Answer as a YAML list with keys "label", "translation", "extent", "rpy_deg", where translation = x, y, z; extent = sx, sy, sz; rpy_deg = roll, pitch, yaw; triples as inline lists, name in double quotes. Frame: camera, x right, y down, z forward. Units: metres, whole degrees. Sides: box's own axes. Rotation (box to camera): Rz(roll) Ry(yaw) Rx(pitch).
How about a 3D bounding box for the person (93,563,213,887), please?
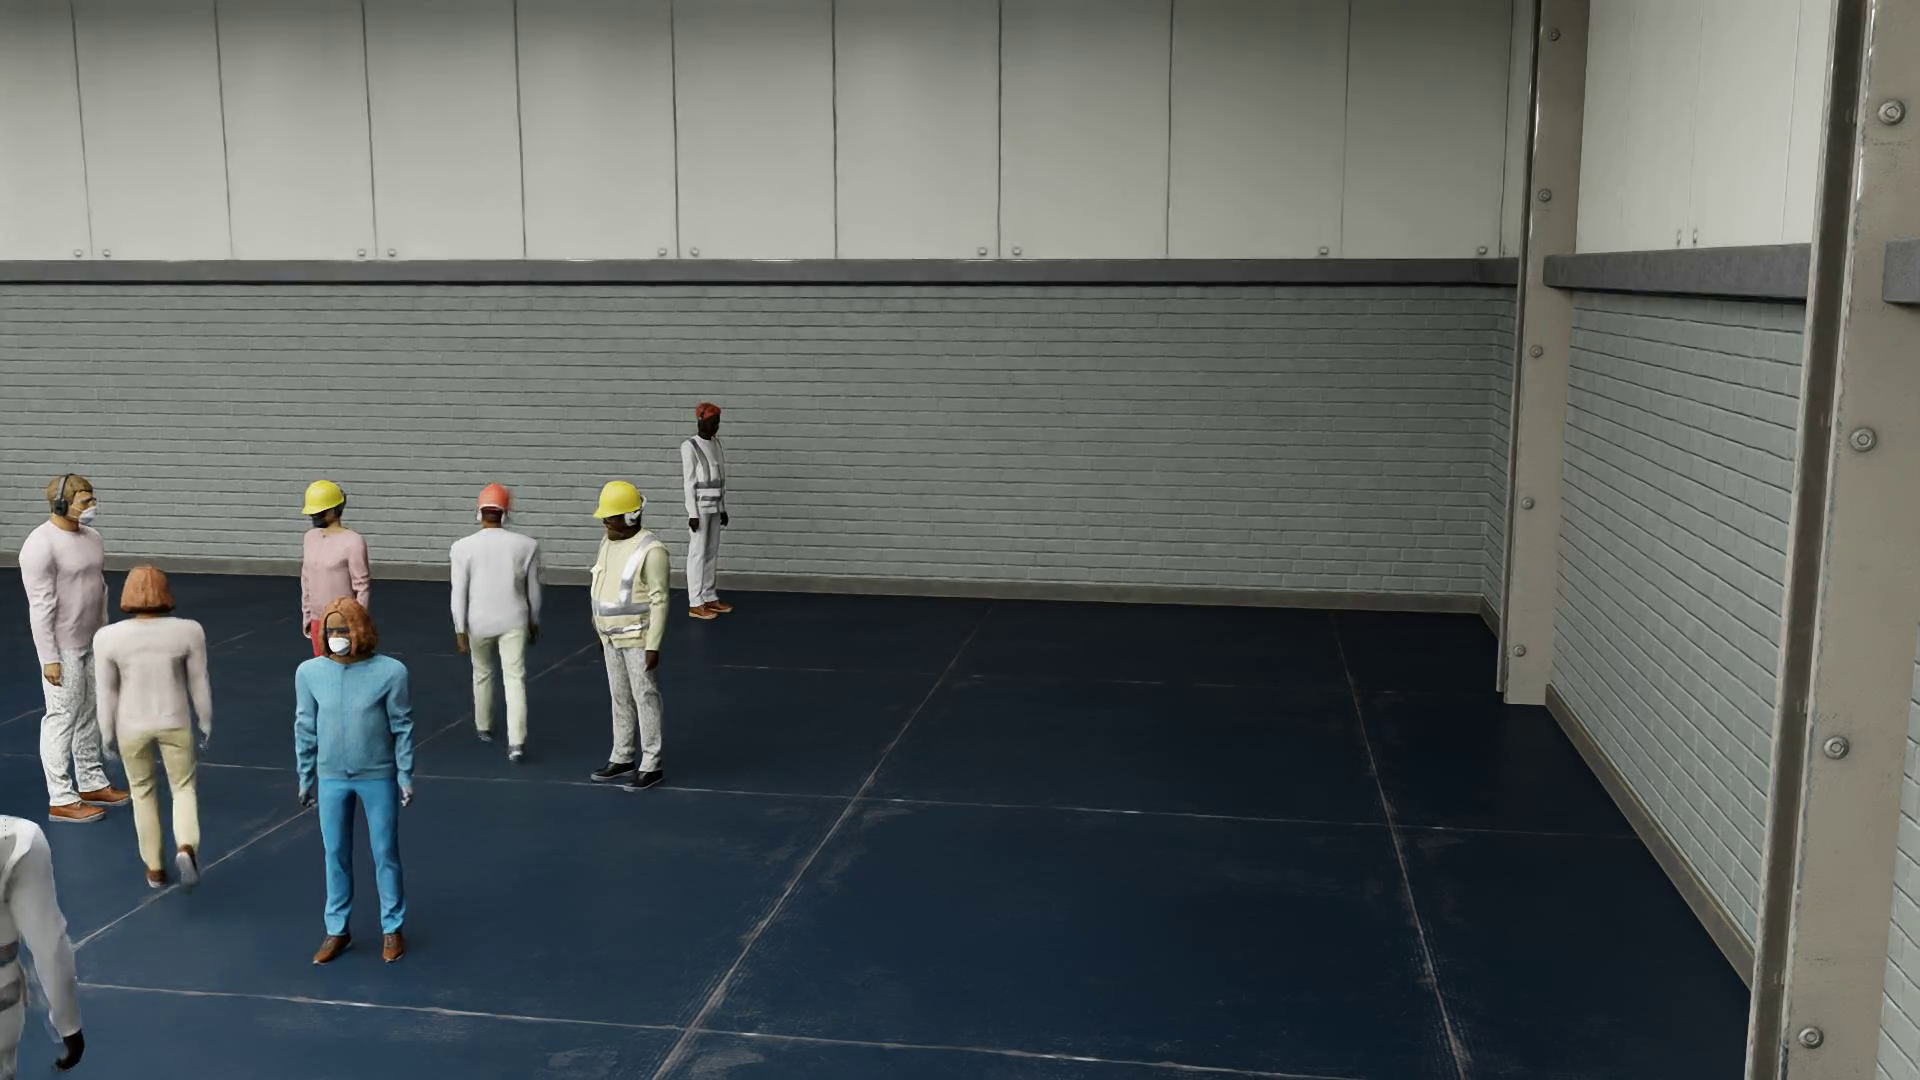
- label: "person"
  translation: [-3.903, 0.929, 8.077]
  extent: [0.510, 1.619, 0.549]
  rpy_deg: [-5, 10, -27]

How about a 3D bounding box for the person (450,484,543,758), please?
- label: "person"
  translation: [-2.909, 0.501, 10.476]
  extent: [0.564, 1.706, 0.923]
  rpy_deg: [-3, 10, -21]

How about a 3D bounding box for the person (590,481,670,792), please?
- label: "person"
  translation: [-1.946, 0.557, 9.738]
  extent: [0.588, 1.822, 0.403]
  rpy_deg: [9, 13, 44]

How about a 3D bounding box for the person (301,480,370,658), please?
- label: "person"
  translation: [-3.869, 0.501, 10.276]
  extent: [0.522, 1.761, 0.322]
  rpy_deg: [4, 10, 26]

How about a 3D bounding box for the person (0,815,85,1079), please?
- label: "person"
  translation: [-2.786, 1.359, 4.669]
  extent: [0.603, 1.855, 0.713]
  rpy_deg: [-1, 9, -9]

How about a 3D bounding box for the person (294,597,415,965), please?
- label: "person"
  translation: [-2.638, 1.049, 7.279]
  extent: [0.503, 1.632, 0.271]
  rpy_deg: [0, 9, -3]

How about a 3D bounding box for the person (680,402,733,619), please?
- label: "person"
  translation: [-2.223, -0.264, 14.599]
  extent: [0.356, 1.887, 0.572]
  rpy_deg: [3, 10, 20]

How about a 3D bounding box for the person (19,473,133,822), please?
- label: "person"
  translation: [-4.903, 0.589, 9.212]
  extent: [0.375, 1.933, 0.625]
  rpy_deg: [0, 9, 3]
